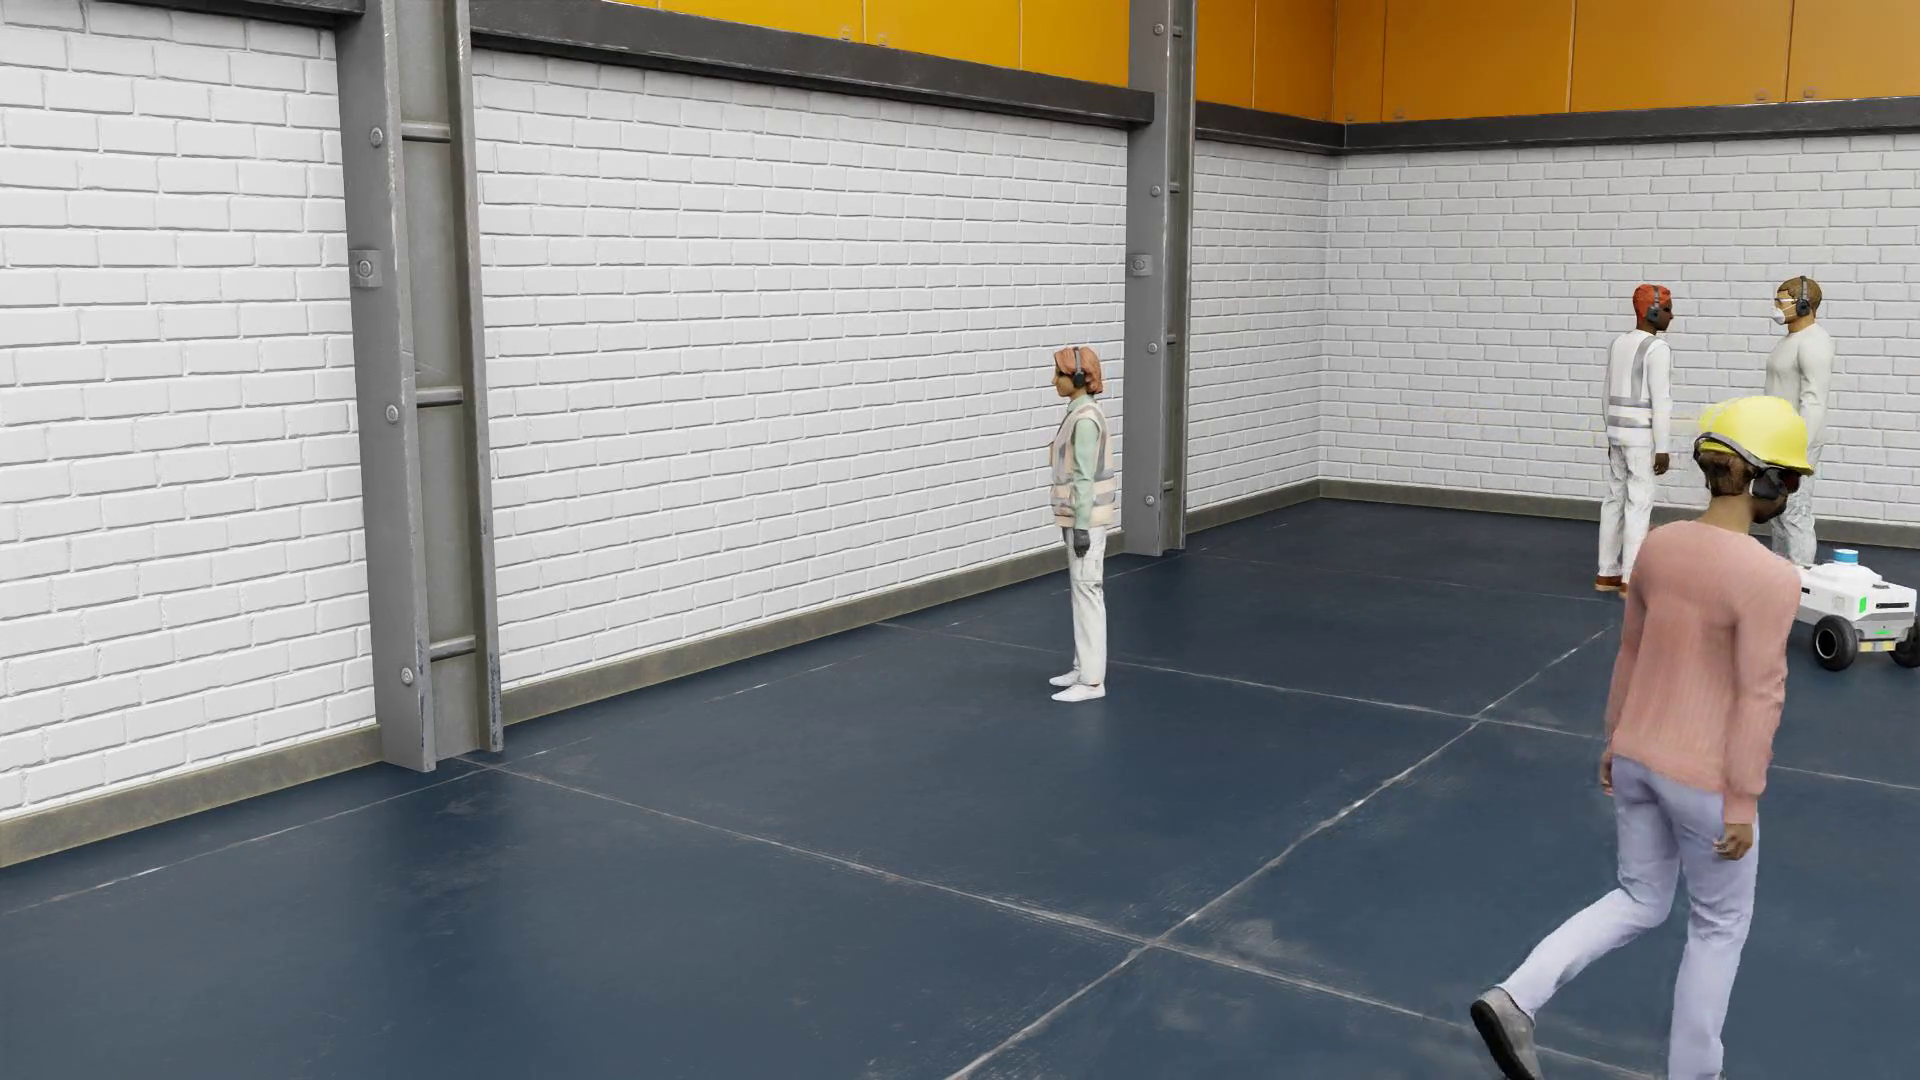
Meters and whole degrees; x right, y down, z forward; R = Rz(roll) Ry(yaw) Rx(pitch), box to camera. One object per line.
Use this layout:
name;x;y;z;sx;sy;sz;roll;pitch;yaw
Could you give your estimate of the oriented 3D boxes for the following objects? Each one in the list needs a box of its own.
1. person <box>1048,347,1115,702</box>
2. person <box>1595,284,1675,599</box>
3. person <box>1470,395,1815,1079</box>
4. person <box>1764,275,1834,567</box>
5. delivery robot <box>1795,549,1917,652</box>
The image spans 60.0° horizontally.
person;0.559;-0.073;7.691;0.312;1.634;0.523;0;10;1
person;4.080;-0.589;10.015;0.337;1.882;0.584;-2;10;-10
person;1.606;0.527;3.854;0.685;1.731;0.529;-2;10;-14
person;4.716;-0.523;9.461;0.372;1.940;0.631;2;10;11
delivery robot;4.482;0.291;8.442;0.477;0.478;0.707;-2;10;-9
